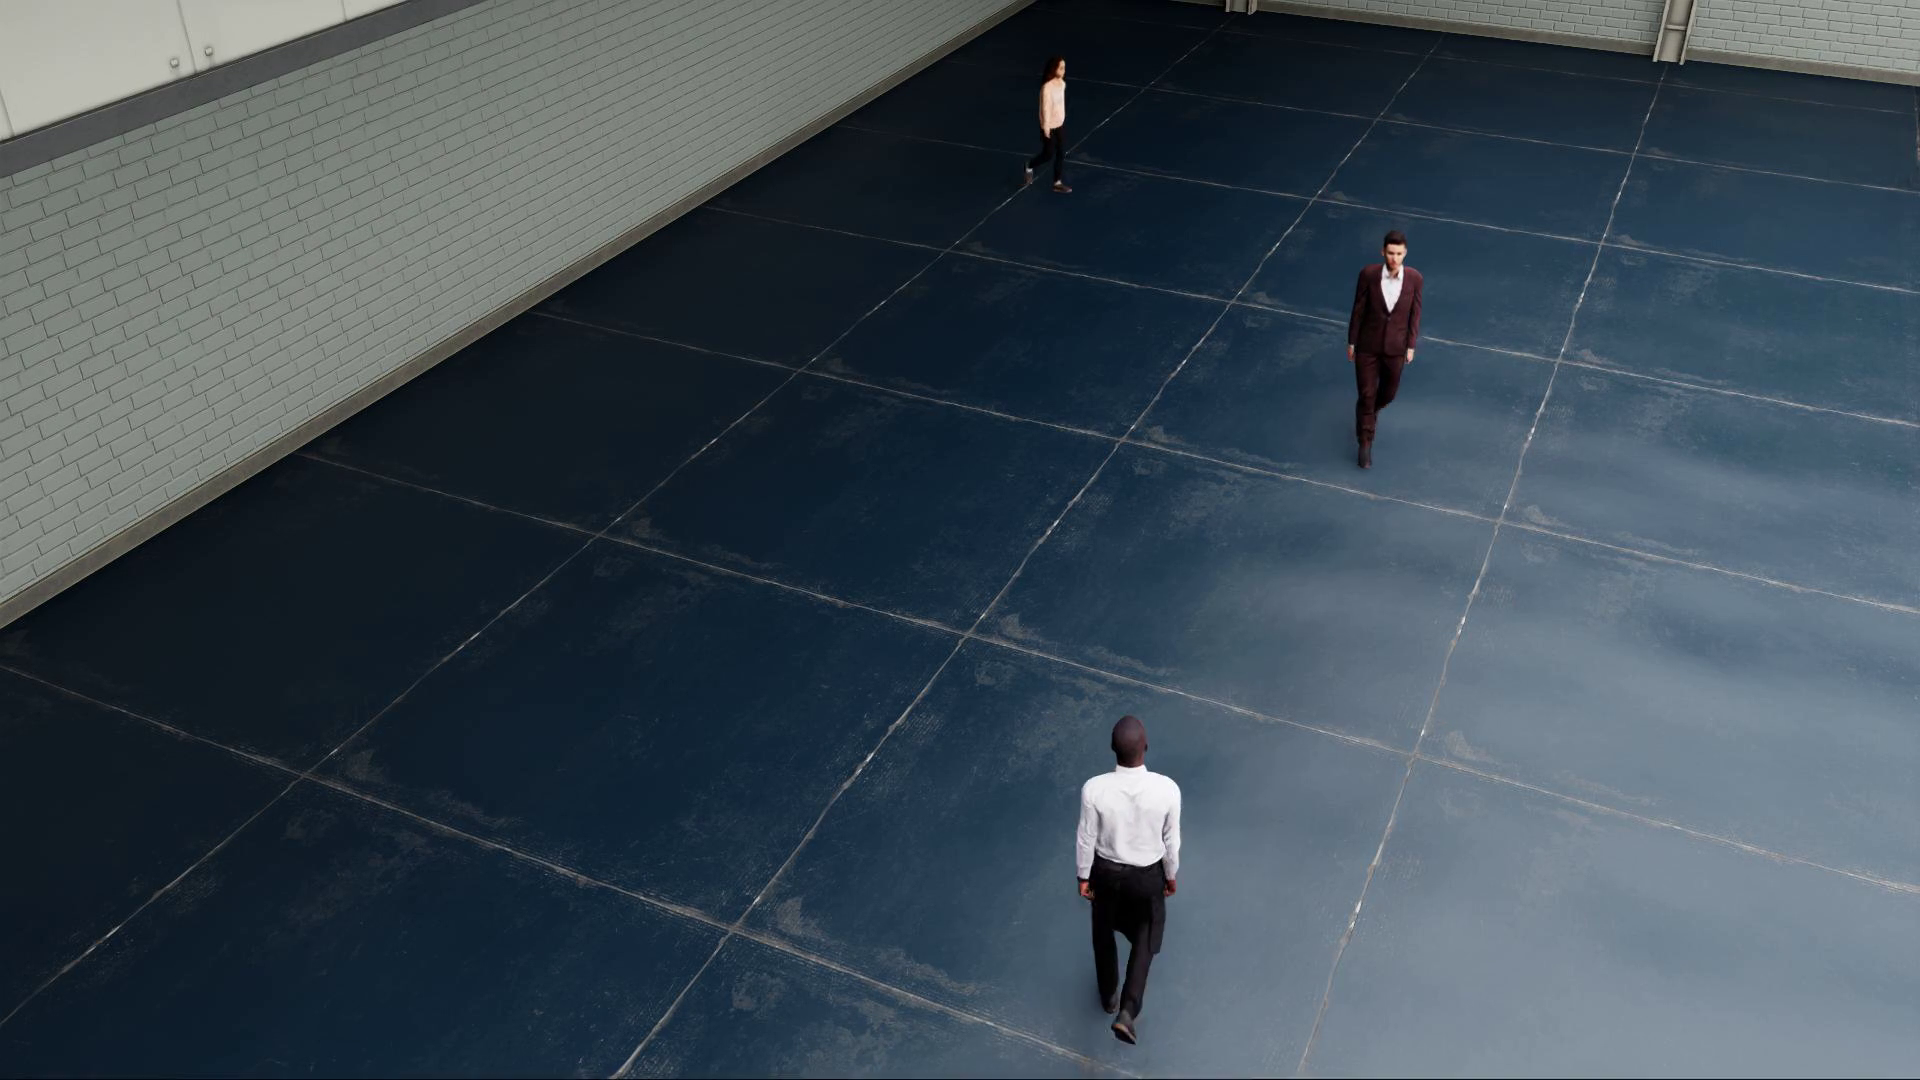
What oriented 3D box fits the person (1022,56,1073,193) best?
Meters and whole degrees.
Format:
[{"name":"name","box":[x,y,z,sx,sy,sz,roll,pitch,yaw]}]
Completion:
[{"name":"person","box":[0.948,-4.473,17.931,0.876,1.467,0.680,22,38,31]}]

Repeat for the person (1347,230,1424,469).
[{"name":"person","box":[3.269,-1.537,12.923,1.110,1.843,0.959,4,32,7]}]

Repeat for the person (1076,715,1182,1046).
[{"name":"person","box":[0.781,1.664,7.874,0.961,1.818,0.888,4,32,6]}]
